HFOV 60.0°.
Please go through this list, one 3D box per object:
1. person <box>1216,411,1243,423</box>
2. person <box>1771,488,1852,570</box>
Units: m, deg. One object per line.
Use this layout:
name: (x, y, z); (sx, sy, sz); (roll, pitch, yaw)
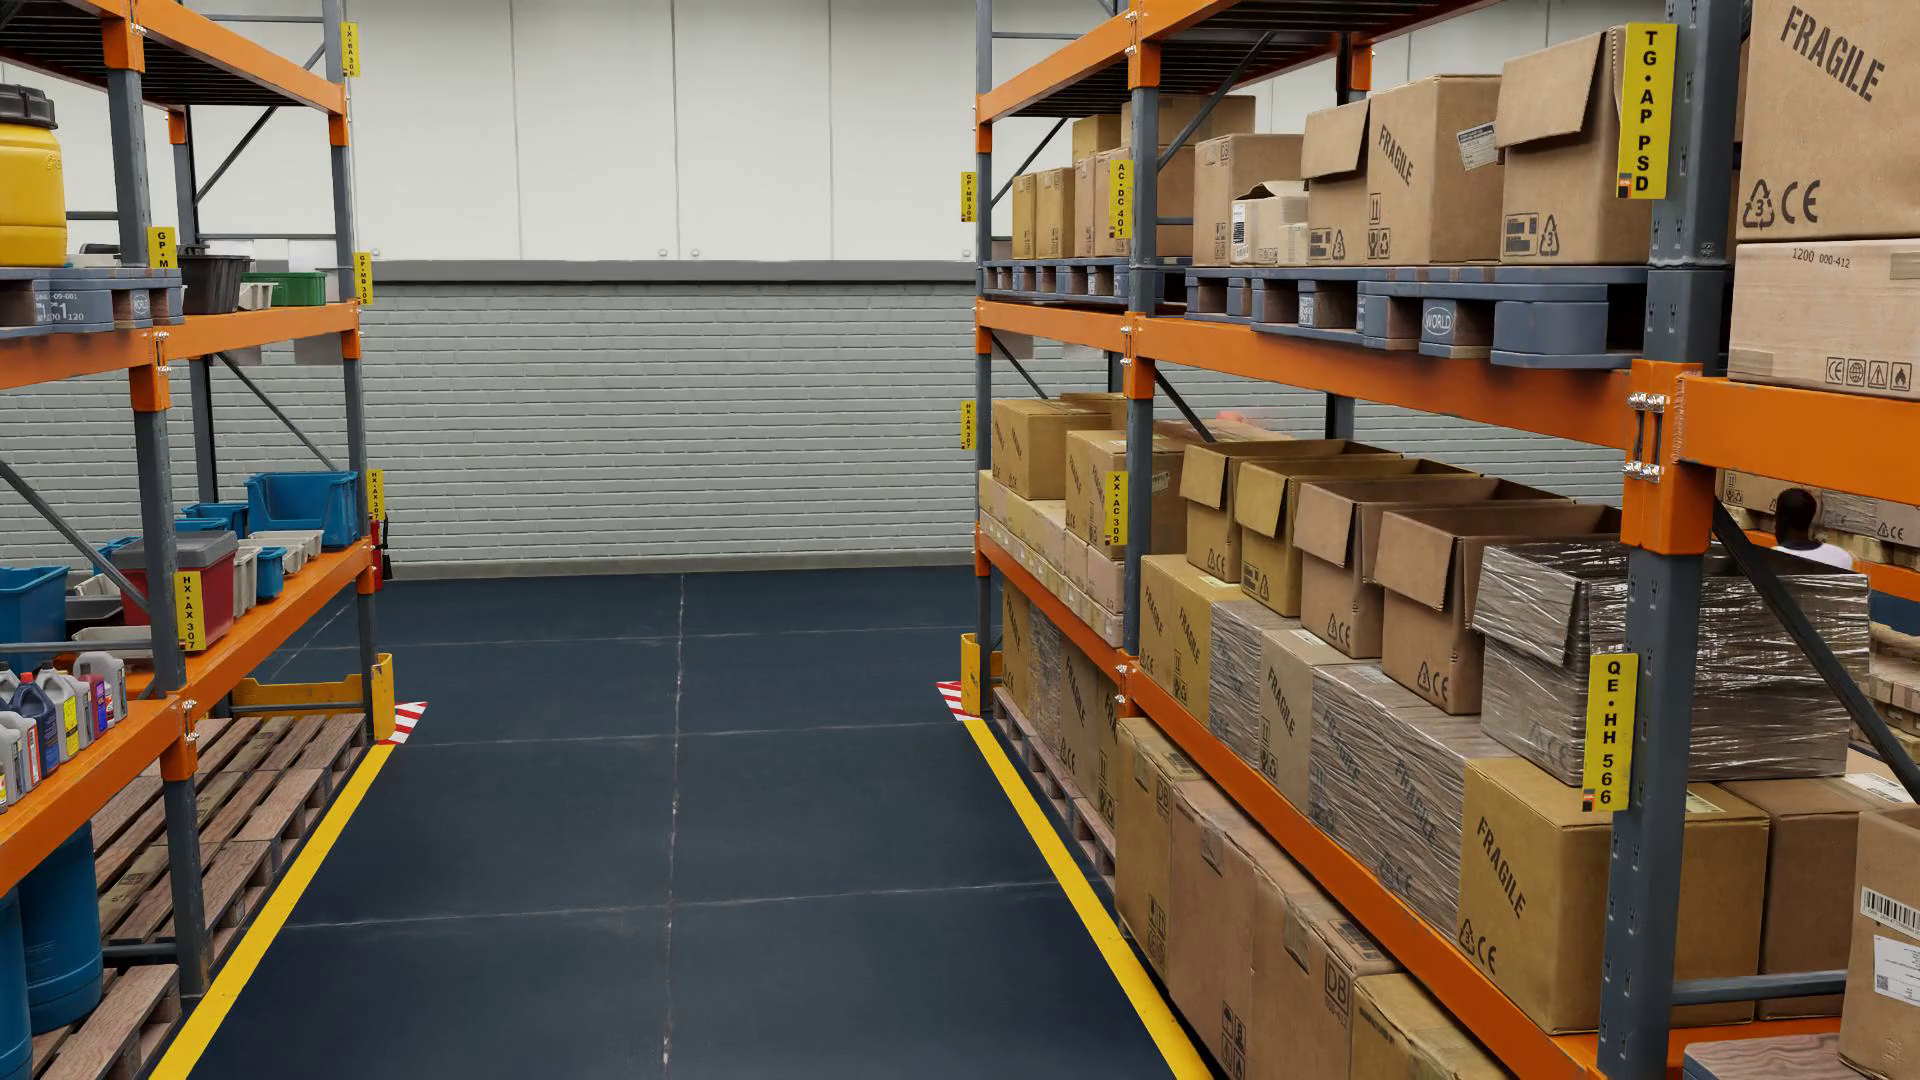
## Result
person: (2.203, -0.116, 13.695); (0.985, 1.883, 0.565); (-2, 9, -9)
person: (4.540, 0.649, 9.061); (0.595, 1.869, 1.018); (0, 9, -3)
